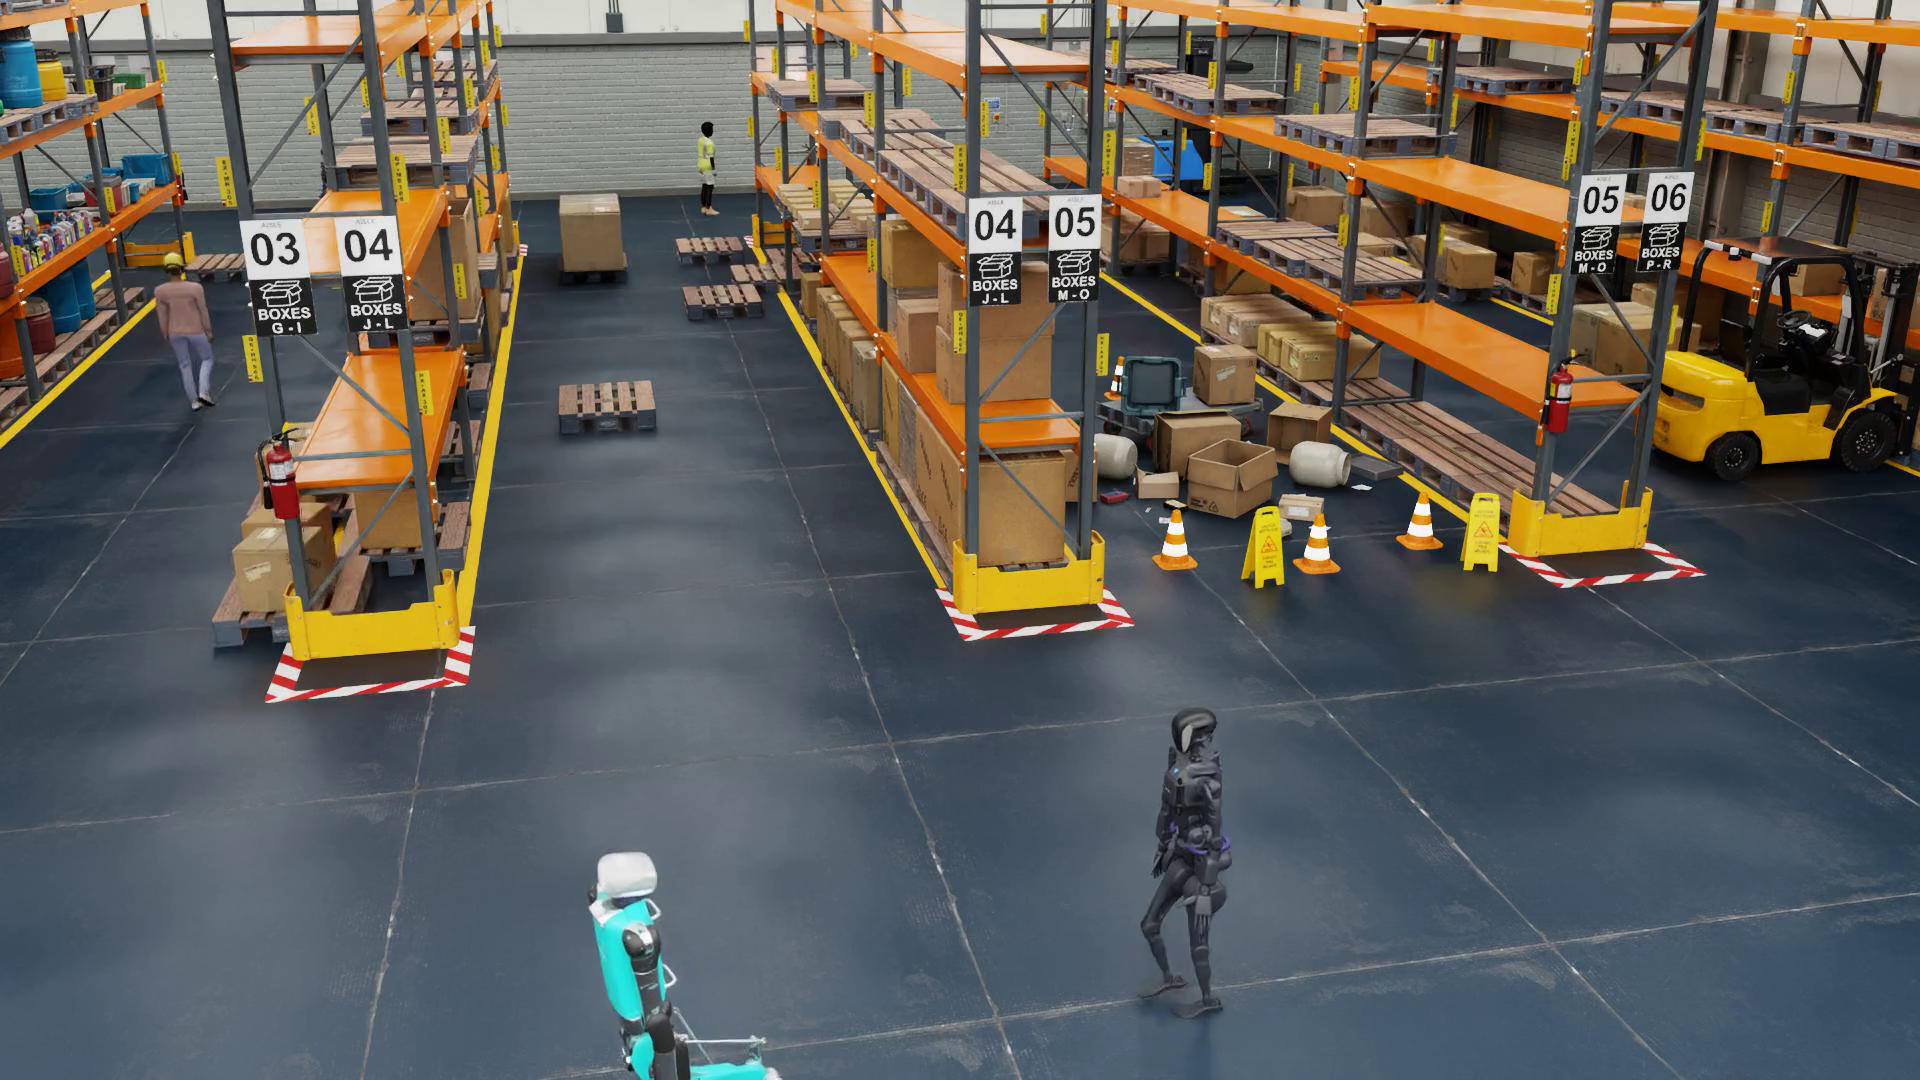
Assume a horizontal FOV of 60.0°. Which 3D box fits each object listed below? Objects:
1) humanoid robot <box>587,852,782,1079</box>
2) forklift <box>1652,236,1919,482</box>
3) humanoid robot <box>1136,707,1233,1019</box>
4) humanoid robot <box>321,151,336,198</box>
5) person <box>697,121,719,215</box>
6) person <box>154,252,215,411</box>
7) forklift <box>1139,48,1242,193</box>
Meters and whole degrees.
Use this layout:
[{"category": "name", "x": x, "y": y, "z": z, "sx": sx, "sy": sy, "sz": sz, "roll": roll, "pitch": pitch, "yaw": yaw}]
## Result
[{"category": "humanoid robot", "x": -1.078, "y": 2.012, "z": 6.731, "sx": 1.047, "sy": 1.759, "sz": 0.556, "roll": -12, "pitch": 23, "yaw": -28}, {"category": "forklift", "x": 8.013, "y": -1.814, "z": 16.330, "sx": 2.313, "sy": 2.155, "sz": 1.214, "roll": -4, "pitch": 21, "yaw": -12}, {"category": "humanoid robot", "x": 1.111, "y": 1.565, "z": 7.975, "sx": 0.390, "sy": 1.648, "sz": 0.592, "roll": -7, "pitch": 22, "yaw": -18}, {"category": "humanoid robot", "x": -10.275, "y": -5.597, "z": 27.256, "sx": 0.377, "sy": 1.647, "sz": 0.585, "roll": 3, "pitch": 21, "yaw": 8}, {"category": "person", "x": -4.636, "y": -6.814, "z": 30.509, "sx": 0.319, "sy": 1.689, "sz": 0.536, "roll": -12, "pitch": 24, "yaw": -30}, {"category": "person", "x": -8.445, "y": -2.269, "z": 18.162, "sx": 0.551, "sy": 1.753, "sz": 0.360, "roll": -2, "pitch": 21, "yaw": -7}, {"category": "forklift", "x": 4.566, "y": -8.313, "z": 32.860, "sx": 1.873, "sy": 2.768, "sz": 1.129, "roll": -4, "pitch": 21, "yaw": -12}]
